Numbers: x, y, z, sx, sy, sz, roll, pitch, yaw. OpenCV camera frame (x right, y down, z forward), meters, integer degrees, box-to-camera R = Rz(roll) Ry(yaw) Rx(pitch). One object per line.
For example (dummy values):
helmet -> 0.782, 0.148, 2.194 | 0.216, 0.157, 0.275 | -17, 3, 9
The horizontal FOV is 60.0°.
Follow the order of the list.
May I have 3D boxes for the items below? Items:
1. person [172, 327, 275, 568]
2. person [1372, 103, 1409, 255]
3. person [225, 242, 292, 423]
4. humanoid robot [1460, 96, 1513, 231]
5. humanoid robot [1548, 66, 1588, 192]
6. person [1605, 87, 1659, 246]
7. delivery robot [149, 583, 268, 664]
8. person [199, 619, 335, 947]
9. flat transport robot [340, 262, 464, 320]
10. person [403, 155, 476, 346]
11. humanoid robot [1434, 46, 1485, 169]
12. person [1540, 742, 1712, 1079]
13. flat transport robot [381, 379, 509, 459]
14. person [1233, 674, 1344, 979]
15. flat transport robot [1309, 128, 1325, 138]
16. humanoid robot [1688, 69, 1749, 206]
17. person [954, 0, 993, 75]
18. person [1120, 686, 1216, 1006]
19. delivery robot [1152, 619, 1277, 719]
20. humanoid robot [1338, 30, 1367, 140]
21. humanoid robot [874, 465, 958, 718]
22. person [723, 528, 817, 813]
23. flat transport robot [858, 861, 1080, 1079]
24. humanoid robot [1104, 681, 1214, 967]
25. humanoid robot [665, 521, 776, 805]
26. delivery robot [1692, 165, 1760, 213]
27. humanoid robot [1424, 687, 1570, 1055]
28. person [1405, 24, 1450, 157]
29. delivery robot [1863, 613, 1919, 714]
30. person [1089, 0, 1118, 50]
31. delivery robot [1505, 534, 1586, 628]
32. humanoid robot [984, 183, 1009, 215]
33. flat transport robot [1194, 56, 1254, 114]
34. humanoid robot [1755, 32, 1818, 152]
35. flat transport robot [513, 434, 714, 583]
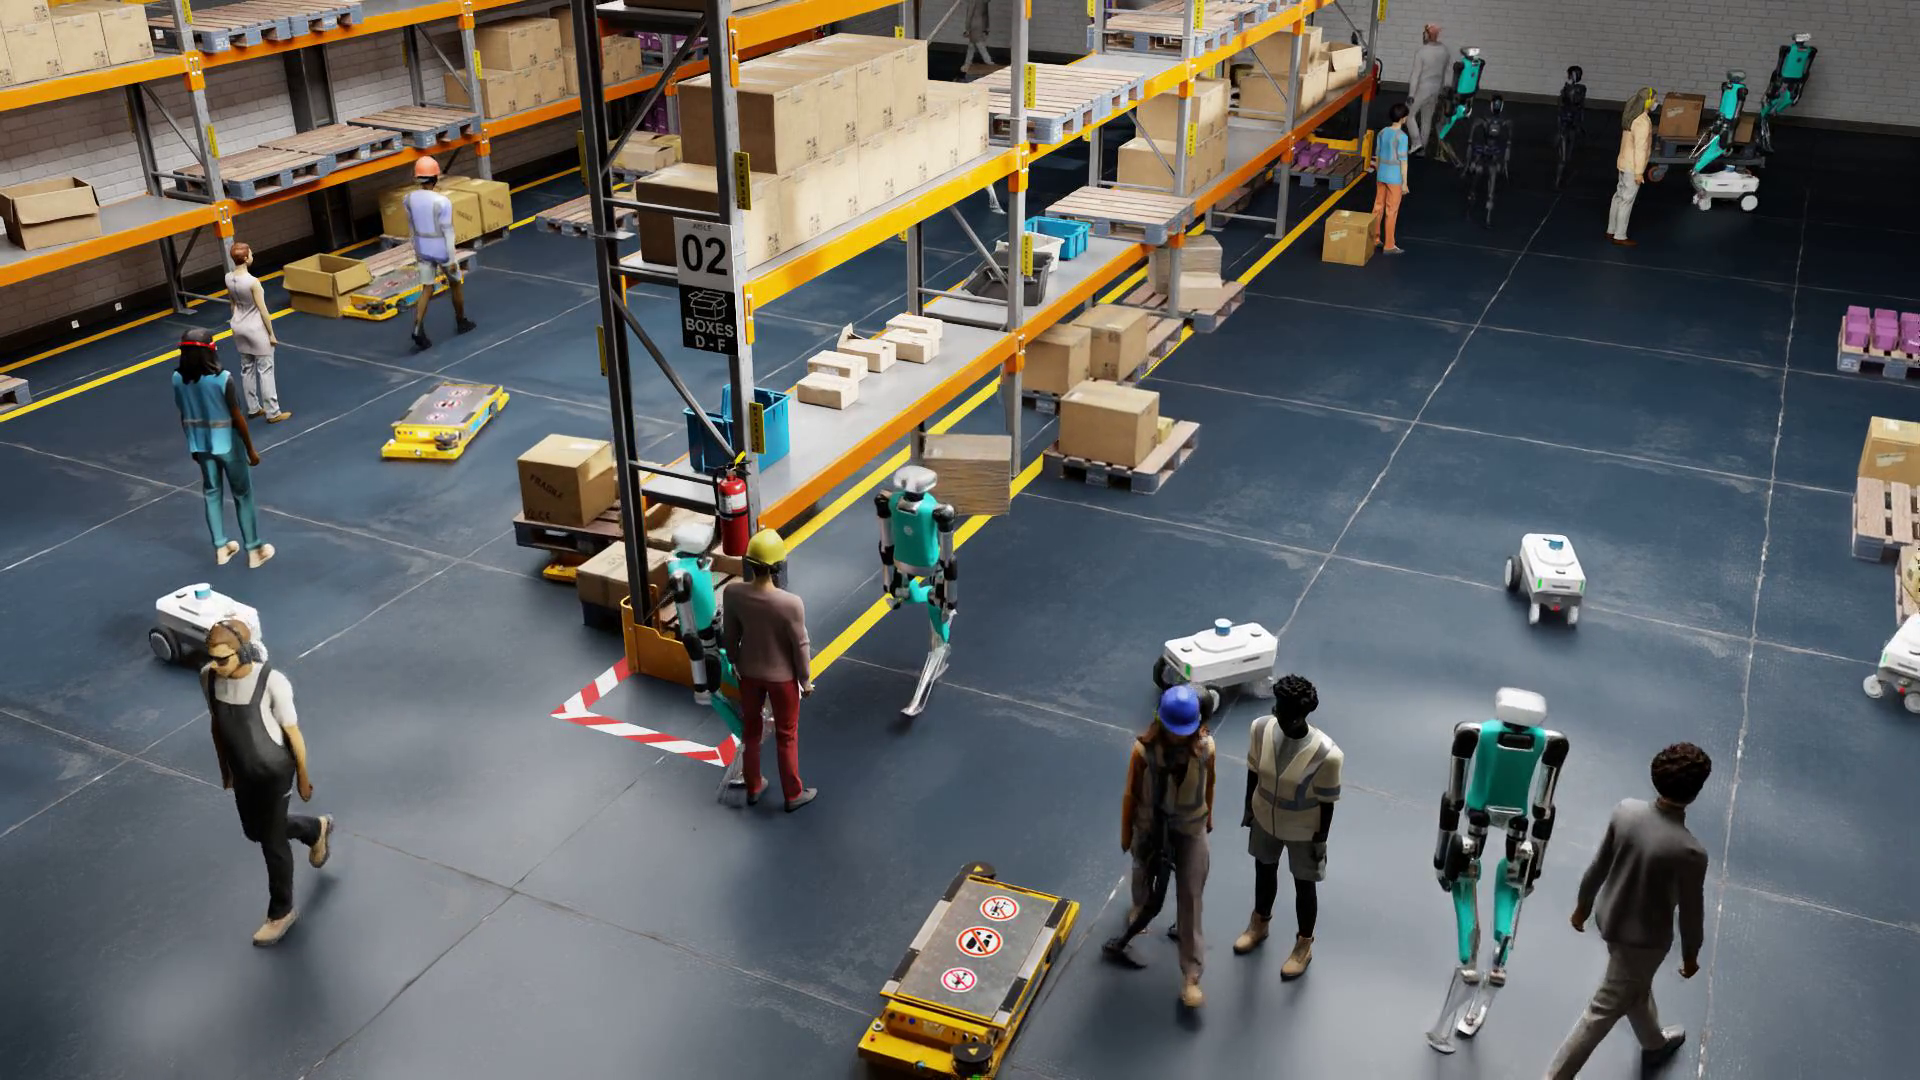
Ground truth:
person -> -5.491, -0.674, 12.347 | 0.525, 1.860, 0.369 | 4, 27, 8
person -> 5.123, -4.283, 19.741 | 0.322, 1.768, 0.496 | -15, 30, -27
person -> -6.366, -1.865, 14.987 | 0.433, 1.650, 0.284 | 11, 28, 20
humanoid robot -> 6.581, -4.736, 20.812 | 0.590, 1.620, 0.788 | 1, 26, 2
humanoid robot -> 8.226, -5.535, 22.373 | 0.601, 1.651, 0.399 | -16, 30, -29
person -> 8.099, -4.510, 20.080 | 0.394, 1.875, 0.567 | 1, 26, 2
delivery robot -> -5.107, 0.584, 11.299 | 0.815, 0.614, 0.499 | 15, 30, 28
person -> -3.608, 1.168, 8.665 | 0.509, 1.819, 0.719 | 8, 27, 15
flat transport robot -> -6.187, -2.736, 18.304 | 0.659, 0.231, 1.431 | 10, 28, 20
person -> -5.352, -2.919, 16.841 | 0.552, 1.911, 0.901 | 7, 27, 15
humanoid robot -> 6.916, -6.079, 23.376 | 0.546, 1.740, 0.933 | -15, 30, -27
person -> 3.054, 1.731, 7.510 | 0.980, 1.836, 0.552 | -11, 28, -20
flat transport robot -> -4.620, -1.092, 14.985 | 0.659, 0.231, 1.431 | 2, 26, 5
person -> 1.634, 1.410, 8.327 | 0.533, 1.689, 0.319 | 22, 34, 37
flat transport robot -> 4.733, -6.060, 25.018 | 1.431, 0.231, 0.659 | 7, 27, 13
humanoid robot -> 9.718, -5.169, 21.597 | 0.662, 1.826, 0.537 | -1, 26, -3
person -> 0.305, -9.090, 29.436 | 0.948, 1.786, 0.524 | 15, 30, 27
person -> 1.039, 1.429, 8.275 | 0.485, 1.703, 0.976 | -1, 26, -2
delivery robot -> 1.665, 0.812, 10.833 | 0.788, 0.610, 0.499 | -10, 28, -20
humanoid robot -> 5.942, -6.831, 24.995 | 0.602, 1.645, 0.386 | 9, 28, 17
humanoid robot -> -0.182, 0.266, 10.585 | 0.538, 1.730, 0.978 | 12, 29, 23
person -> -1.091, 0.749, 9.577 | 0.530, 1.767, 0.326 | 10, 28, 19
flat transport robot -> 0.077, 2.167, 8.401 | 0.659, 0.231, 1.431 | 10, 28, 19
humanoid robot -> 1.041, 1.427, 8.343 | 0.520, 1.655, 0.614 | 13, 29, 24
humanoid robot -> -1.292, 0.743, 9.659 | 0.705, 1.827, 0.531 | 1, 26, 3
delivery robot -> 10.042, -4.592, 21.733 | 0.779, 0.597, 0.499 | 2, 26, 4
humanoid robot -> 2.528, 1.650, 7.822 | 0.595, 1.795, 0.833 | 1, 26, 3
person -> 6.720, -6.489, 24.062 | 0.671, 1.888, 0.431 | -11, 29, -22
delivery robot -> 6.292, 0.761, 10.903 | 0.517, 0.581, 0.752 | 22, 34, 37
person -> 2.518, -9.050, 29.202 | 0.528, 1.924, 0.431 | 17, 31, 31
delivery robot -> 4.246, 0.247, 11.962 | 0.499, 0.600, 0.802 | 4, 27, 7
humanoid robot -> 0.455, -5.057, 21.343 | 0.793, 1.786, 0.538 | 5, 27, 11
flat transport robot -> 4.275, -7.129, 27.179 | 1.431, 0.231, 0.659 | 21, 33, 36
humanoid robot -> 12.008, -6.575, 24.461 | 0.559, 1.833, 0.892 | -1, 26, -2
flat transport robot -> -2.583, -0.038, 12.854 | 0.659, 0.231, 1.431 | 8, 27, 16
